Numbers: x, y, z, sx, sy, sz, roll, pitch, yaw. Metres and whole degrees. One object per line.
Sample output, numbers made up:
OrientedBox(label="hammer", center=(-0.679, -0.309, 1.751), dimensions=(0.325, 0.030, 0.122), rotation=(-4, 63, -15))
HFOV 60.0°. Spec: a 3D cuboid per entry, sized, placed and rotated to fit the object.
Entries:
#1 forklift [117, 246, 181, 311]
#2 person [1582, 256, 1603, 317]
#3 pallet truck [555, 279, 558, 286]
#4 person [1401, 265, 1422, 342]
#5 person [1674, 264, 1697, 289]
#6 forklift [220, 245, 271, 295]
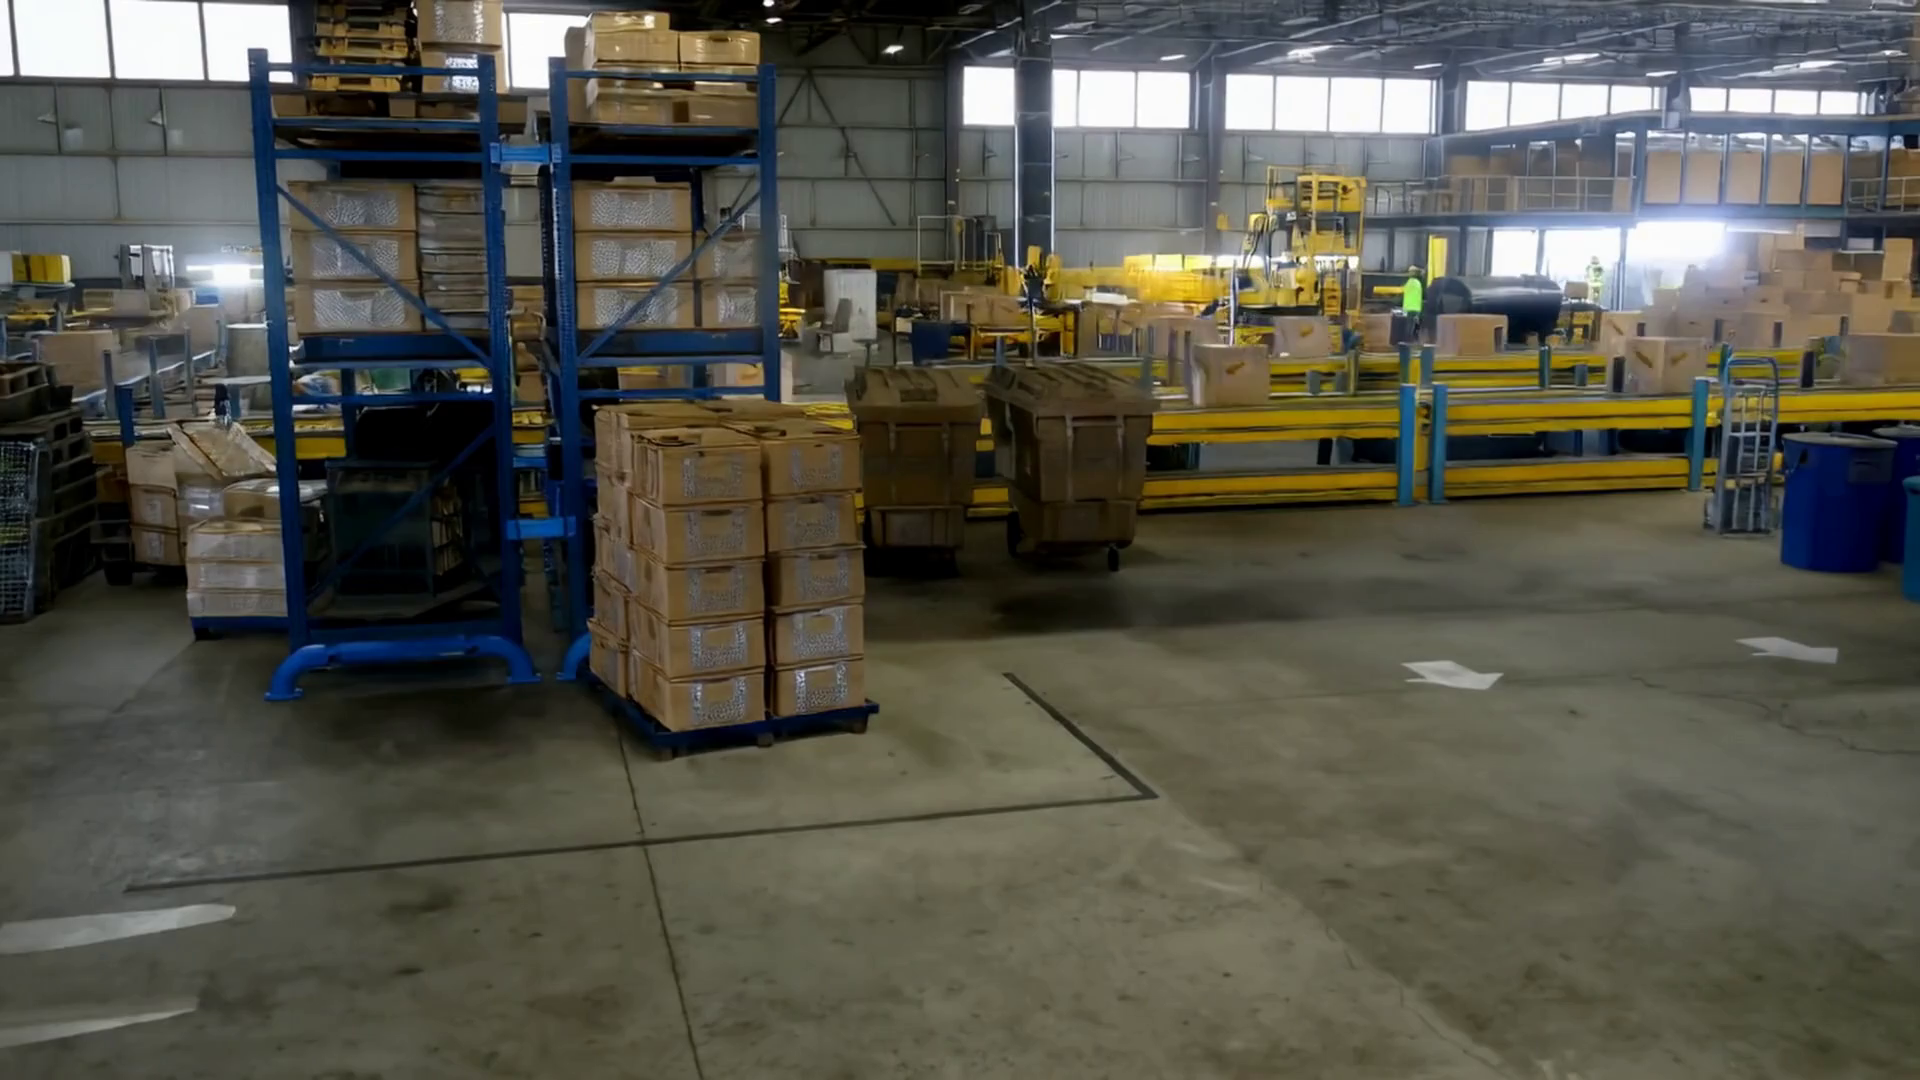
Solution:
OrientedBox(label="forklift", center=(-19.966, -6.232, 40.894), dimensions=(1.157, 1.987, 2.680), rotation=(-3, 10, -15))
OrientedBox(label="person", center=(19.216, -7.687, 50.449), dimensions=(0.600, 1.837, 0.999), rotation=(-1, 10, -4))
OrientedBox(label="pallet truck", center=(-10.604, -6.375, 44.520), dimensions=(0.653, 1.274, 1.630), rotation=(-3, 10, -15))
OrientedBox(label="person", center=(8.759, -4.432, 32.202), dimensions=(0.523, 1.769, 0.317), rotation=(-9, 13, -40))
OrientedBox(label="person", center=(11.960, -3.657, 27.624), dimensions=(0.914, 1.837, 0.524), rotation=(-3, 11, -18))
OrientedBox(label="forklift", center=(-17.749, -6.334, 41.440), dimensions=(1.157, 1.987, 2.680), rotation=(-3, 10, -17))
